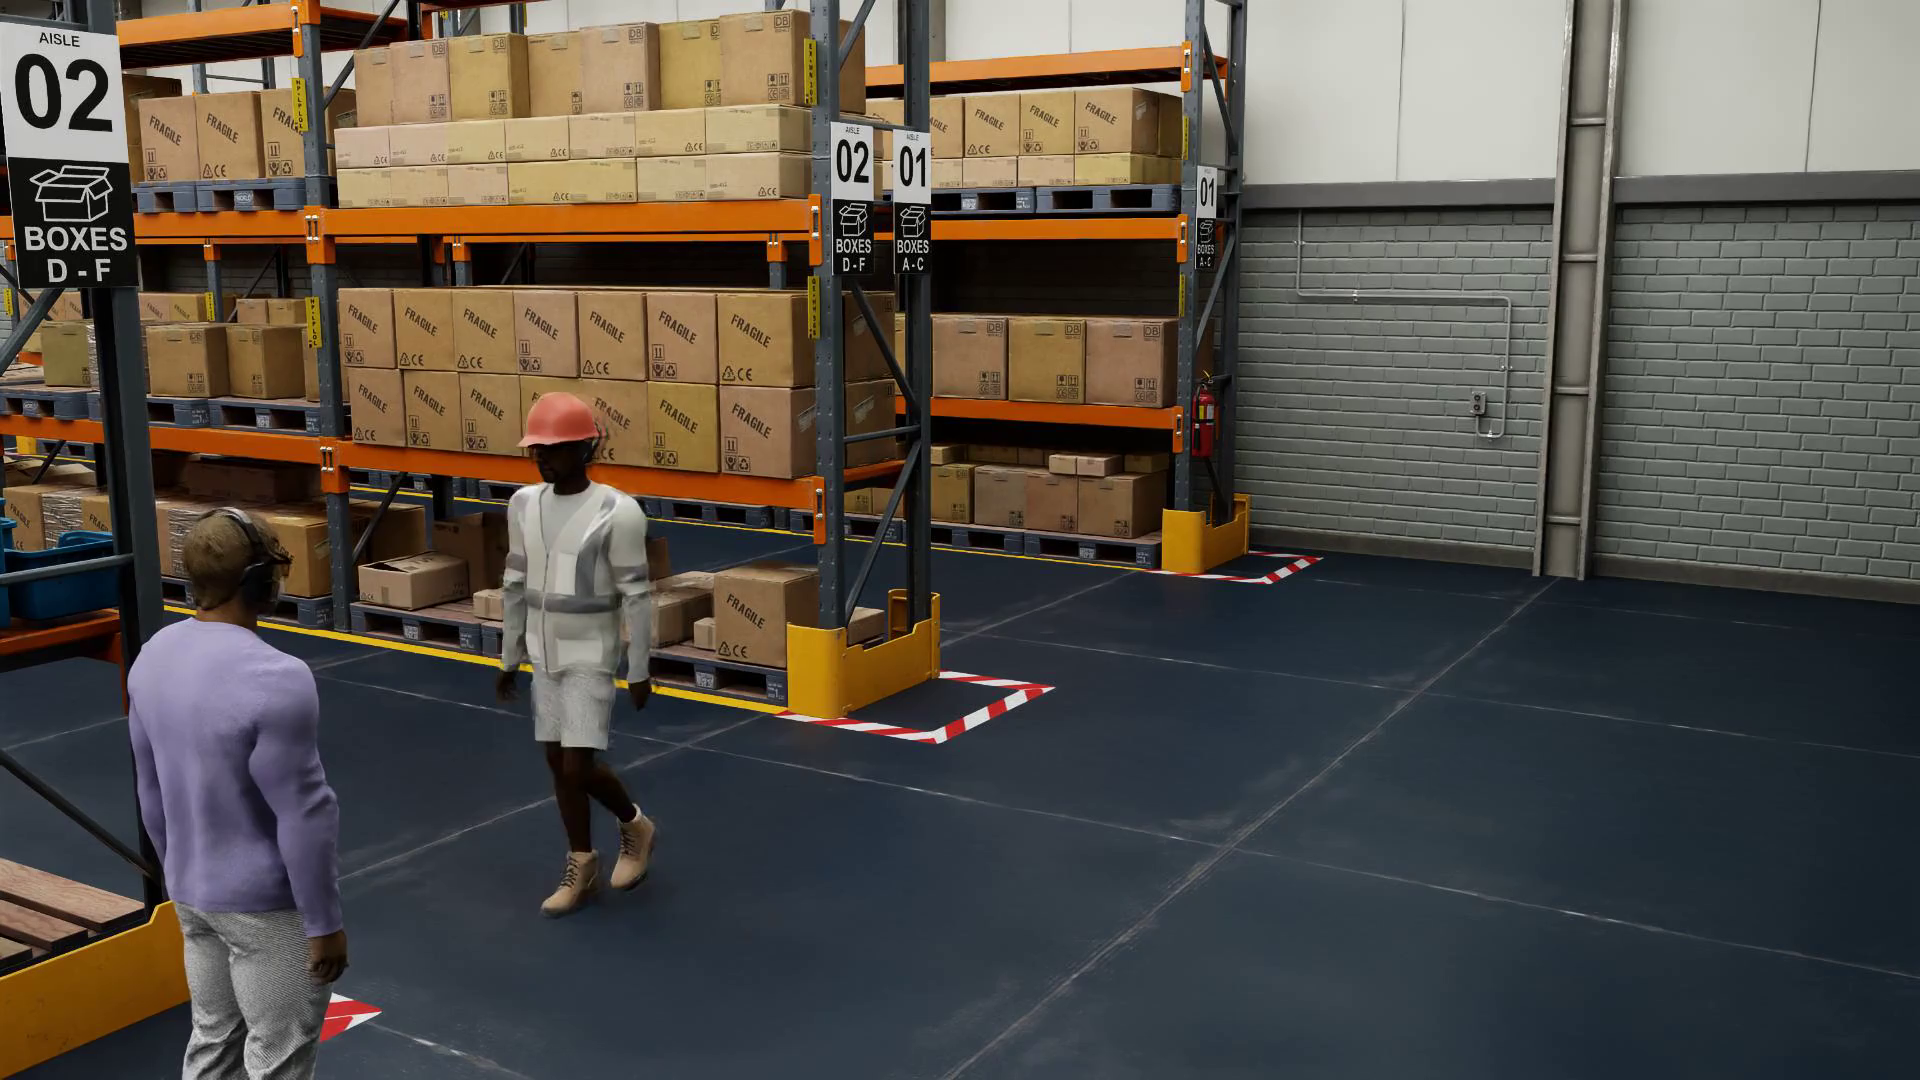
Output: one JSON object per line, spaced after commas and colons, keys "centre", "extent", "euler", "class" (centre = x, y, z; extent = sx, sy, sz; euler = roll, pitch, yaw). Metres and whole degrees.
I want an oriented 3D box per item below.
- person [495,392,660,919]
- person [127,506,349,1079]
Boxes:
{"centre": [-1.483, 0.442, 6.388], "extent": [0.617, 2.027, 0.466], "euler": [6, 11, 31], "class": "person"}
{"centre": [-1.738, 0.879, 4.092], "extent": [0.636, 1.938, 0.362], "euler": [6, 11, 31], "class": "person"}
